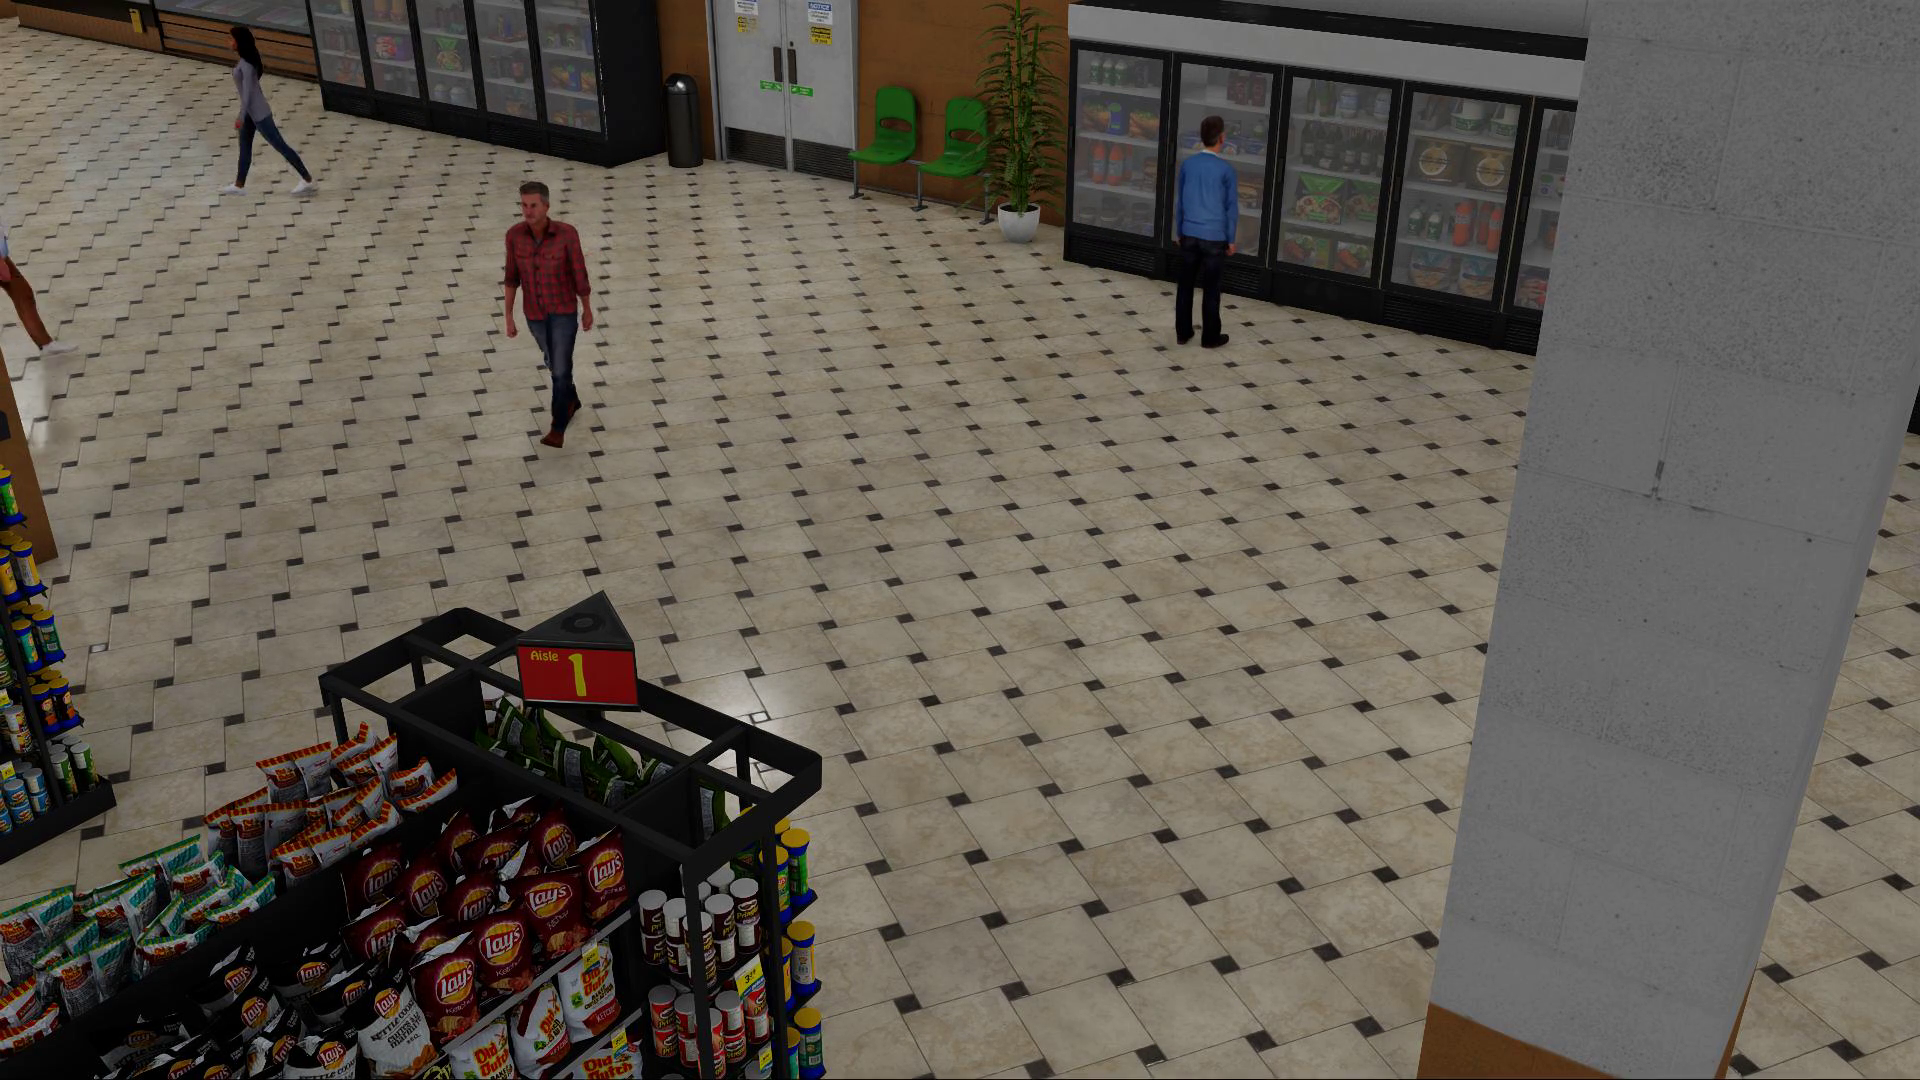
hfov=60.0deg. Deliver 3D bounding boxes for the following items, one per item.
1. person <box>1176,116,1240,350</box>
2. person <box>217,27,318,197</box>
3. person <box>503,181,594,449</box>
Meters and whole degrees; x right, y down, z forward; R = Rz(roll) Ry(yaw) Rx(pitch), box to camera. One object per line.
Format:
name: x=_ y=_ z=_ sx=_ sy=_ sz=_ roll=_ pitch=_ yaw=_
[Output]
person: x=1.923 y=-2.419 z=13.088 sx=0.645 sy=1.813 sz=0.532 roll=18 pitch=32 yaw=31
person: x=-7.062 y=-4.328 z=16.995 sx=1.266 sy=1.683 sz=1.021 roll=-11 pitch=29 yaw=-21
person: x=-2.793 y=-1.585 z=11.479 sx=1.085 sy=1.781 sz=1.331 roll=4 pitch=27 yaw=7
